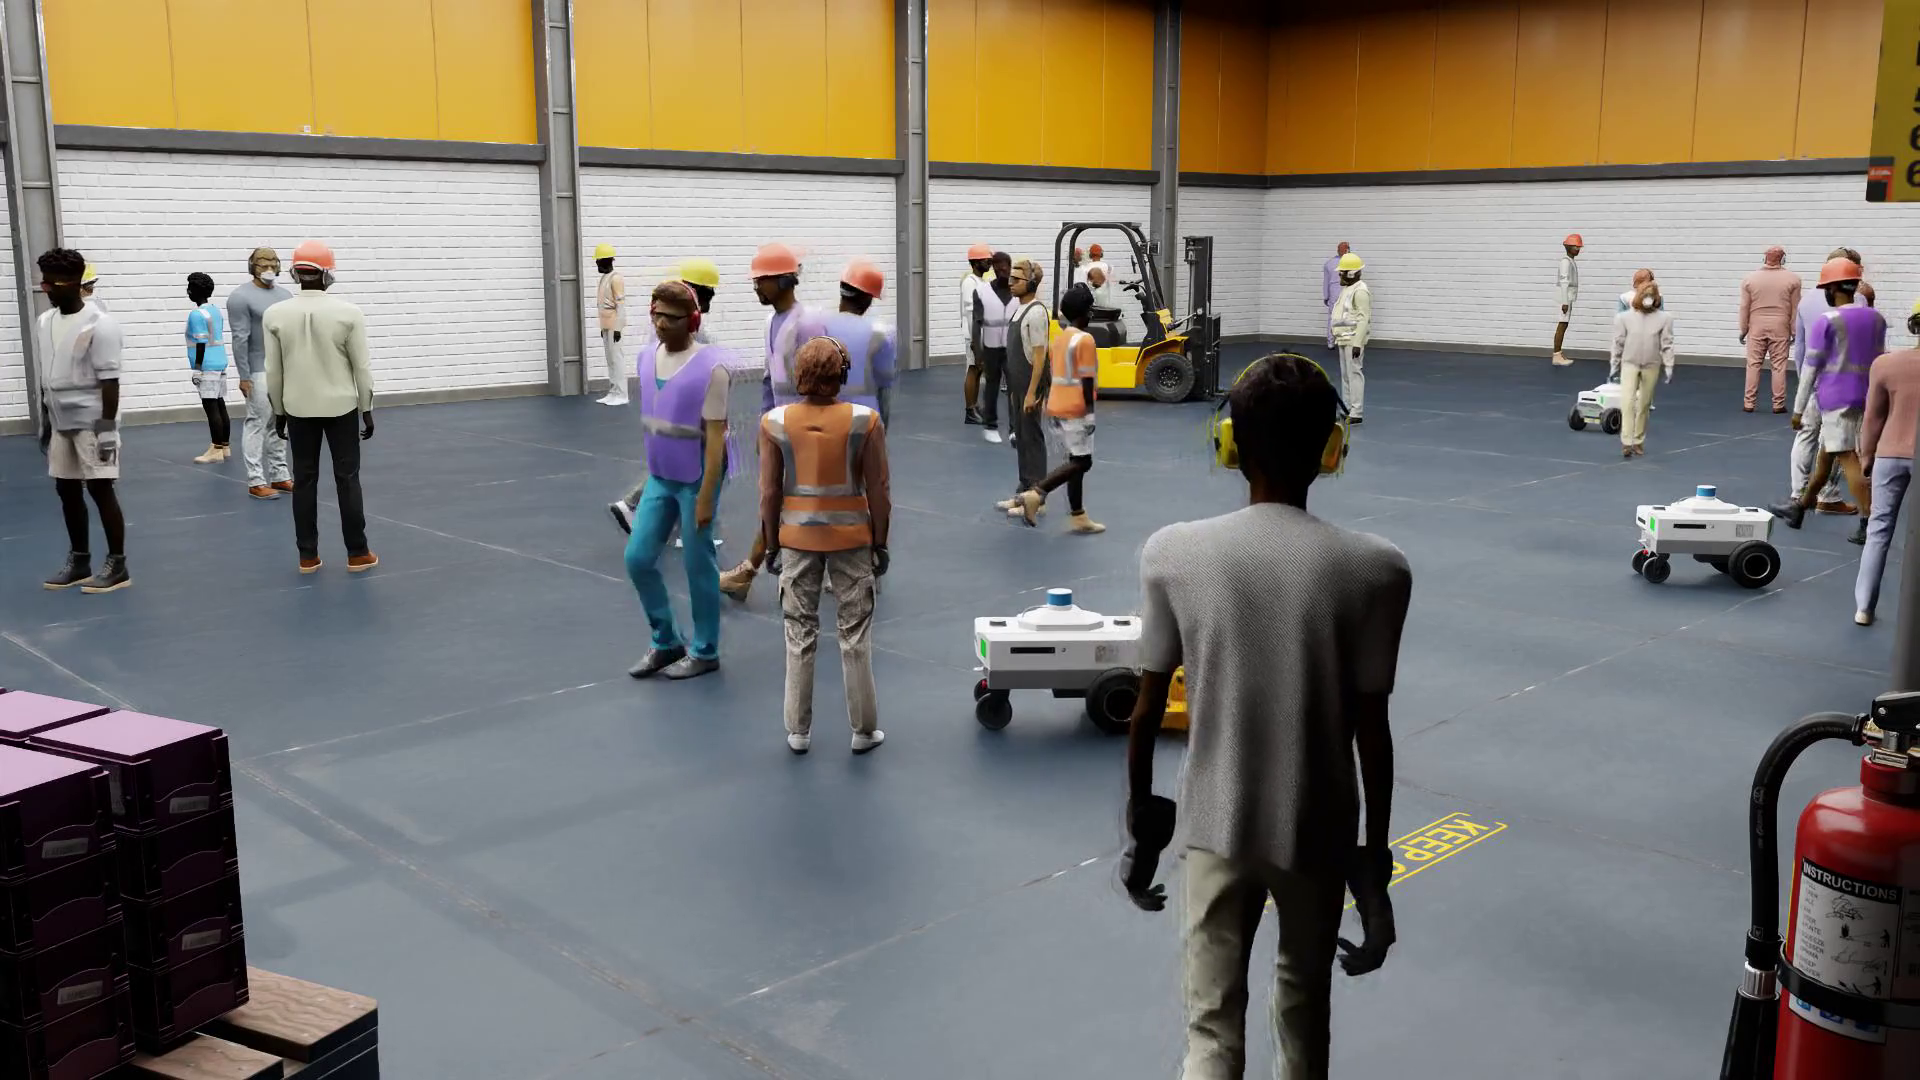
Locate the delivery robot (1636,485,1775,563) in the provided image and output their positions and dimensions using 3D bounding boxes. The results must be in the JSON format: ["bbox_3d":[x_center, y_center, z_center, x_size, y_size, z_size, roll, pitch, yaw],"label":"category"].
[{"bbox_3d":[4.362,-0.077,9.761,0.707,0.478,0.477,1,11,8],"label":"delivery robot"}]

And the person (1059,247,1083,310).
[{"bbox_3d":[1.863,-3.682,26.173,0.581,1.852,0.835,5,11,24],"label":"person"}]

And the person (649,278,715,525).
[{"bbox_3d":[-1.903,-0.926,11.456,0.490,1.724,0.434,2,11,13],"label":"person"}]

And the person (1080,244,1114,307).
[{"bbox_3d":[2.128,-3.671,25.998,0.576,1.881,0.354,-3,11,-18],"label":"person"}]

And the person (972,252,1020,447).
[{"bbox_3d":[0.419,-1.822,15.977,0.628,1.862,1.022,-2,11,-9],"label":"person"}]

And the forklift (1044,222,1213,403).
[{"bbox_3d":[1.935,-2.847,20.651,2.313,2.155,1.214,2,11,13],"label":"forklift"}]

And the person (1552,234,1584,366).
[{"bbox_3d":[9.493,-3.742,25.950,0.389,2.039,0.613,5,11,25],"label":"person"}]

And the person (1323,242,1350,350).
[{"bbox_3d":[6.728,-4.288,29.292,0.655,1.906,0.407,6,12,31],"label":"person"}]

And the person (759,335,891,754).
[{"bbox_3d":[-0.522,0.029,6.473,0.514,1.642,0.310,1,10,3],"label":"person"}]

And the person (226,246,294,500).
[{"bbox_3d":[-5.340,-1.287,12.848,0.369,1.935,0.630,4,11,20],"label":"person"}]

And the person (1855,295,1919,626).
[{"bbox_3d":[4.906,-0.401,8.534,0.389,1.755,0.533,-9,14,-41],"label":"person"}]

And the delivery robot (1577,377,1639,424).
[{"bbox_3d":[6.731,-1.439,17.192,0.707,0.478,0.477,-6,12,-31],"label":"delivery robot"}]

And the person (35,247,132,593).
[{"bbox_3d":[-5.010,-0.675,9.464,0.615,1.958,0.385,5,11,25],"label":"person"}]

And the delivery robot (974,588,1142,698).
[{"bbox_3d":[0.412,0.446,6.912,0.707,0.478,0.477,0,10,-2],"label":"delivery robot"}]

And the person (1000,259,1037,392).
[{"bbox_3d":[0.808,-2.824,21.819,0.523,1.722,0.915,4,11,23],"label":"person"}]

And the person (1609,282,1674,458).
[{"bbox_3d":[6.213,-1.536,15.136,0.522,1.593,0.829,3,11,14],"label":"person"}]

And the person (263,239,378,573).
[{"bbox_3d":[-3.821,-0.789,9.974,0.612,1.995,0.382,-1,10,-7],"label":"person"}]

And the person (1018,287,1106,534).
[{"bbox_3d":[0.688,-0.853,11.166,0.584,1.678,0.551,-3,11,-17],"label":"person"}]

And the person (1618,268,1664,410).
[{"bbox_3d":[7.865,-2.315,19.258,0.514,1.642,0.310,7,13,34],"label":"person"}]

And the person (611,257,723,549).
[{"bbox_3d":[-1.828,-0.859,10.648,0.663,1.893,0.599,-5,11,-24],"label":"person"}]

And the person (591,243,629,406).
[{"bbox_3d":[-4.180,-2.567,19.858,0.372,1.923,0.594,-6,12,-28],"label":"person"}]

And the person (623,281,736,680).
[{"bbox_3d":[-1.278,-0.242,7.454,0.597,1.819,0.566,9,14,40],"label":"person"}]

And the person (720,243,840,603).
[{"bbox_3d":[-0.949,-0.638,9.192,1.089,1.971,0.620,-5,11,-24],"label":"person"}]

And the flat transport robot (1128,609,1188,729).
[{"bbox_3d":[1.125,0.547,7.390,0.652,0.197,1.431,0,10,1],"label":"flat transport robot"}]

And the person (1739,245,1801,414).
[{"bbox_3d":[9.231,-2.395,18.968,0.636,1.911,0.406,6,12,30],"label":"person"}]

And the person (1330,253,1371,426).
[{"bbox_3d":[4.146,-2.122,17.692,0.403,1.828,0.596,0,10,-2],"label":"person"}]

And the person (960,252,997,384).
[{"bbox_3d":[0.332,-2.961,22.294,0.636,1.823,0.520,6,12,31],"label":"person"}]

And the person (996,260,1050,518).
[{"bbox_3d":[0.470,-1.087,12.004,0.345,1.847,0.506,-2,11,-13],"label":"person"}]

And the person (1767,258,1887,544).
[{"bbox_3d":[5.841,-0.931,11.085,0.559,1.867,1.037,-4,11,-19],"label":"person"}]

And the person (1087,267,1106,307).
[{"bbox_3d":[1.883,-2.826,22.131,0.508,1.614,0.506,0,10,2],"label":"person"}]

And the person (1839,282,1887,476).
[{"bbox_3d":[7.522,-1.345,13.998,0.517,1.636,0.313,-2,11,-13],"label":"person"}]

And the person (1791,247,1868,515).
[{"bbox_3d":[6.340,-1.153,12.108,0.364,1.939,0.636,-2,11,-12],"label":"person"}]

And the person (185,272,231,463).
[{"bbox_3d":[-6.718,-1.534,14.848,0.318,1.697,0.535,-1,10,-7],"label":"person"}]

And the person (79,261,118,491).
[{"bbox_3d":[-6.955,-1.312,13.259,0.403,1.835,0.587,-3,11,-18],"label":"person"}]

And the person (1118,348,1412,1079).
[{"bbox_3d":[0.529,0.571,3.046,0.527,1.830,0.947,3,11,15],"label":"person"}]

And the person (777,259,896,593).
[{"bbox_3d":[-0.683,-0.608,9.320,0.662,1.891,0.374,0,10,-2],"label":"person"}]

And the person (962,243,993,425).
[{"bbox_3d":[0.204,-2.214,17.889,0.350,1.942,0.545,2,11,13],"label":"person"}]
